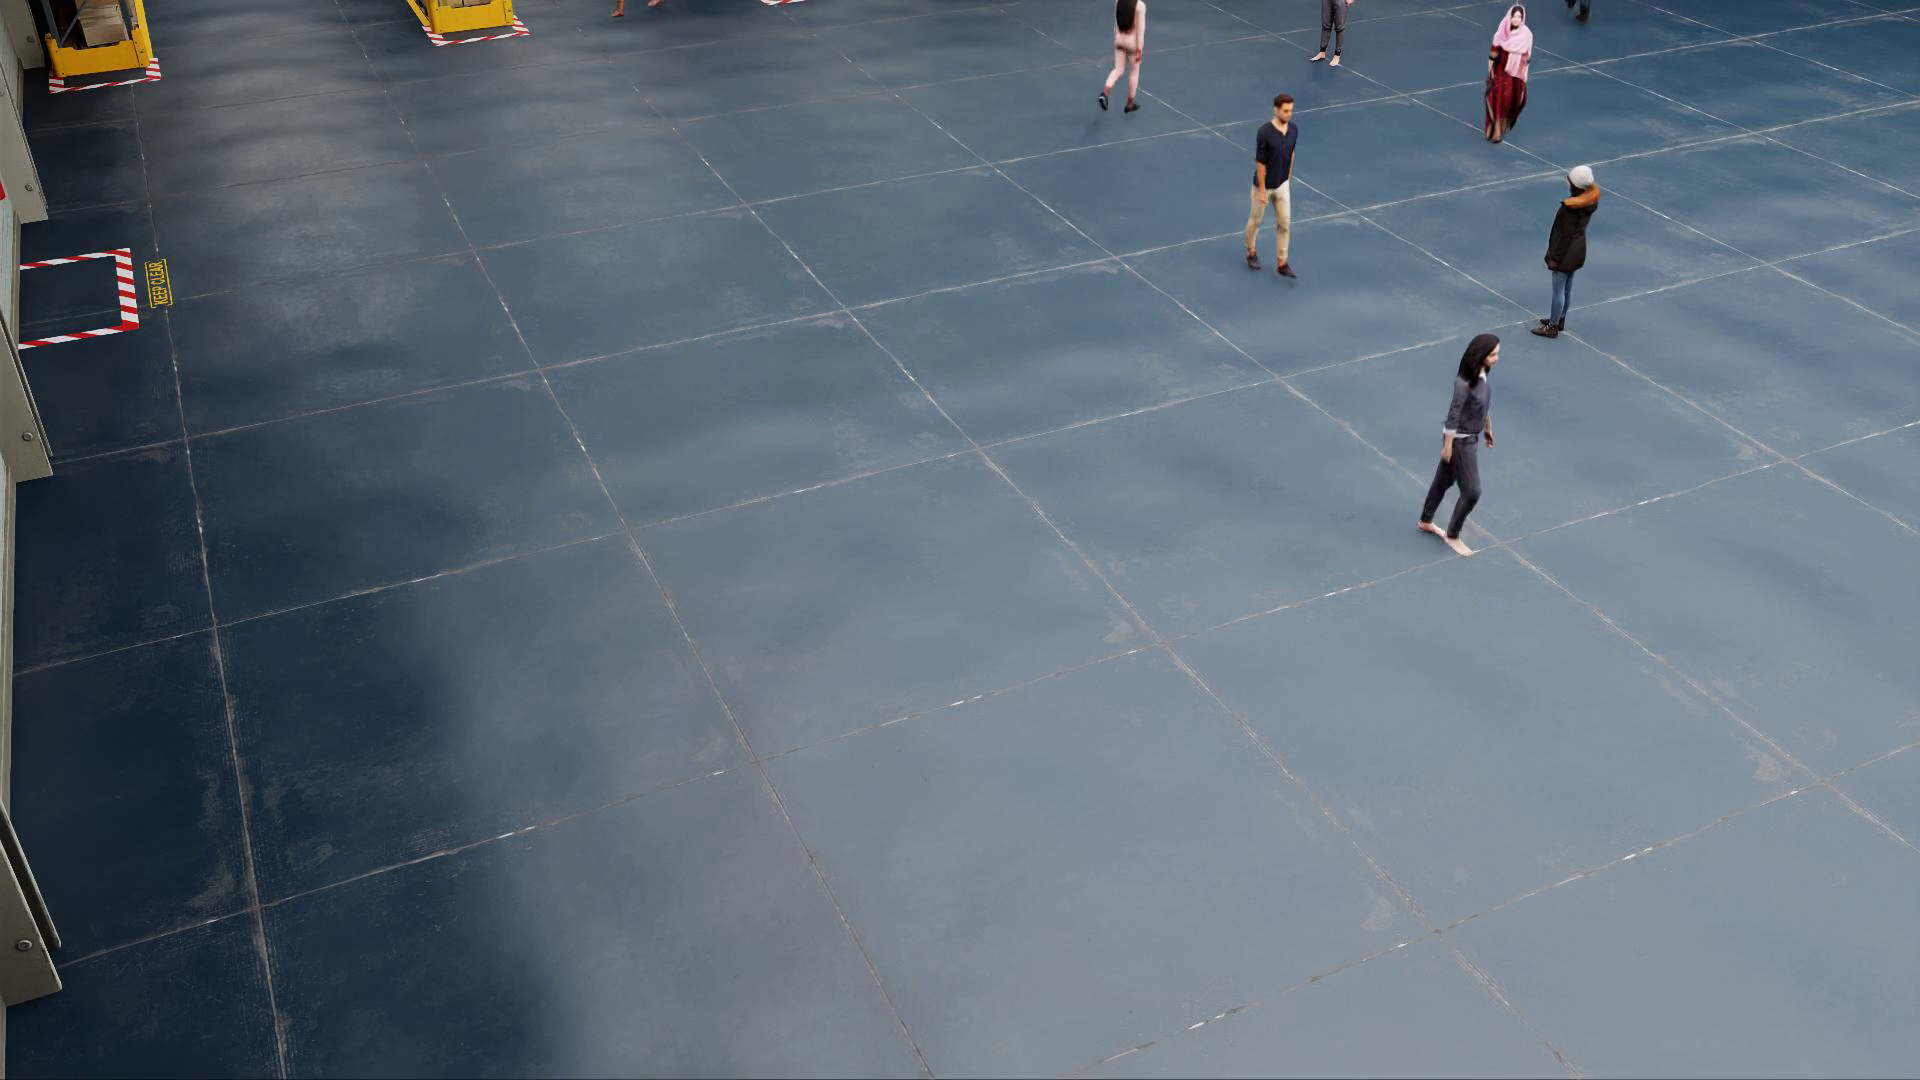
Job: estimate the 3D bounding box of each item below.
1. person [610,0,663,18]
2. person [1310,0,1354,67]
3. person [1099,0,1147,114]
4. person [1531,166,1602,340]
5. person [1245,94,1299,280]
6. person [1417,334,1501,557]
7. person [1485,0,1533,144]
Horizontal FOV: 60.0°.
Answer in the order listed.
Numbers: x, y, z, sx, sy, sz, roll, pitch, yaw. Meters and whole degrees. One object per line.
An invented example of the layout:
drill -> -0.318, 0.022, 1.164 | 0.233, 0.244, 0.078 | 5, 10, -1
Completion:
person -> -4.762, -8.513, 24.305 | 0.936, 1.657, 1.202 | -27, 42, -35
person -> 5.078, -7.369, 22.376 | 0.639, 1.844, 0.805 | 27, 42, 35
person -> 2.016, -6.065, 20.497 | 1.001, 1.706, 0.917 | 26, 41, 34
person -> 5.603, -2.660, 15.326 | 0.750, 1.636, 0.730 | 24, 40, 32
person -> 3.035, -3.559, 16.535 | 0.690, 1.824, 0.968 | -10, 34, -15
person -> 3.619, -0.766, 12.310 | 0.872, 1.748, 0.800 | 18, 37, 25
person -> 6.515, -5.568, 19.805 | 0.809, 1.628, 0.856 | 5, 33, 8
